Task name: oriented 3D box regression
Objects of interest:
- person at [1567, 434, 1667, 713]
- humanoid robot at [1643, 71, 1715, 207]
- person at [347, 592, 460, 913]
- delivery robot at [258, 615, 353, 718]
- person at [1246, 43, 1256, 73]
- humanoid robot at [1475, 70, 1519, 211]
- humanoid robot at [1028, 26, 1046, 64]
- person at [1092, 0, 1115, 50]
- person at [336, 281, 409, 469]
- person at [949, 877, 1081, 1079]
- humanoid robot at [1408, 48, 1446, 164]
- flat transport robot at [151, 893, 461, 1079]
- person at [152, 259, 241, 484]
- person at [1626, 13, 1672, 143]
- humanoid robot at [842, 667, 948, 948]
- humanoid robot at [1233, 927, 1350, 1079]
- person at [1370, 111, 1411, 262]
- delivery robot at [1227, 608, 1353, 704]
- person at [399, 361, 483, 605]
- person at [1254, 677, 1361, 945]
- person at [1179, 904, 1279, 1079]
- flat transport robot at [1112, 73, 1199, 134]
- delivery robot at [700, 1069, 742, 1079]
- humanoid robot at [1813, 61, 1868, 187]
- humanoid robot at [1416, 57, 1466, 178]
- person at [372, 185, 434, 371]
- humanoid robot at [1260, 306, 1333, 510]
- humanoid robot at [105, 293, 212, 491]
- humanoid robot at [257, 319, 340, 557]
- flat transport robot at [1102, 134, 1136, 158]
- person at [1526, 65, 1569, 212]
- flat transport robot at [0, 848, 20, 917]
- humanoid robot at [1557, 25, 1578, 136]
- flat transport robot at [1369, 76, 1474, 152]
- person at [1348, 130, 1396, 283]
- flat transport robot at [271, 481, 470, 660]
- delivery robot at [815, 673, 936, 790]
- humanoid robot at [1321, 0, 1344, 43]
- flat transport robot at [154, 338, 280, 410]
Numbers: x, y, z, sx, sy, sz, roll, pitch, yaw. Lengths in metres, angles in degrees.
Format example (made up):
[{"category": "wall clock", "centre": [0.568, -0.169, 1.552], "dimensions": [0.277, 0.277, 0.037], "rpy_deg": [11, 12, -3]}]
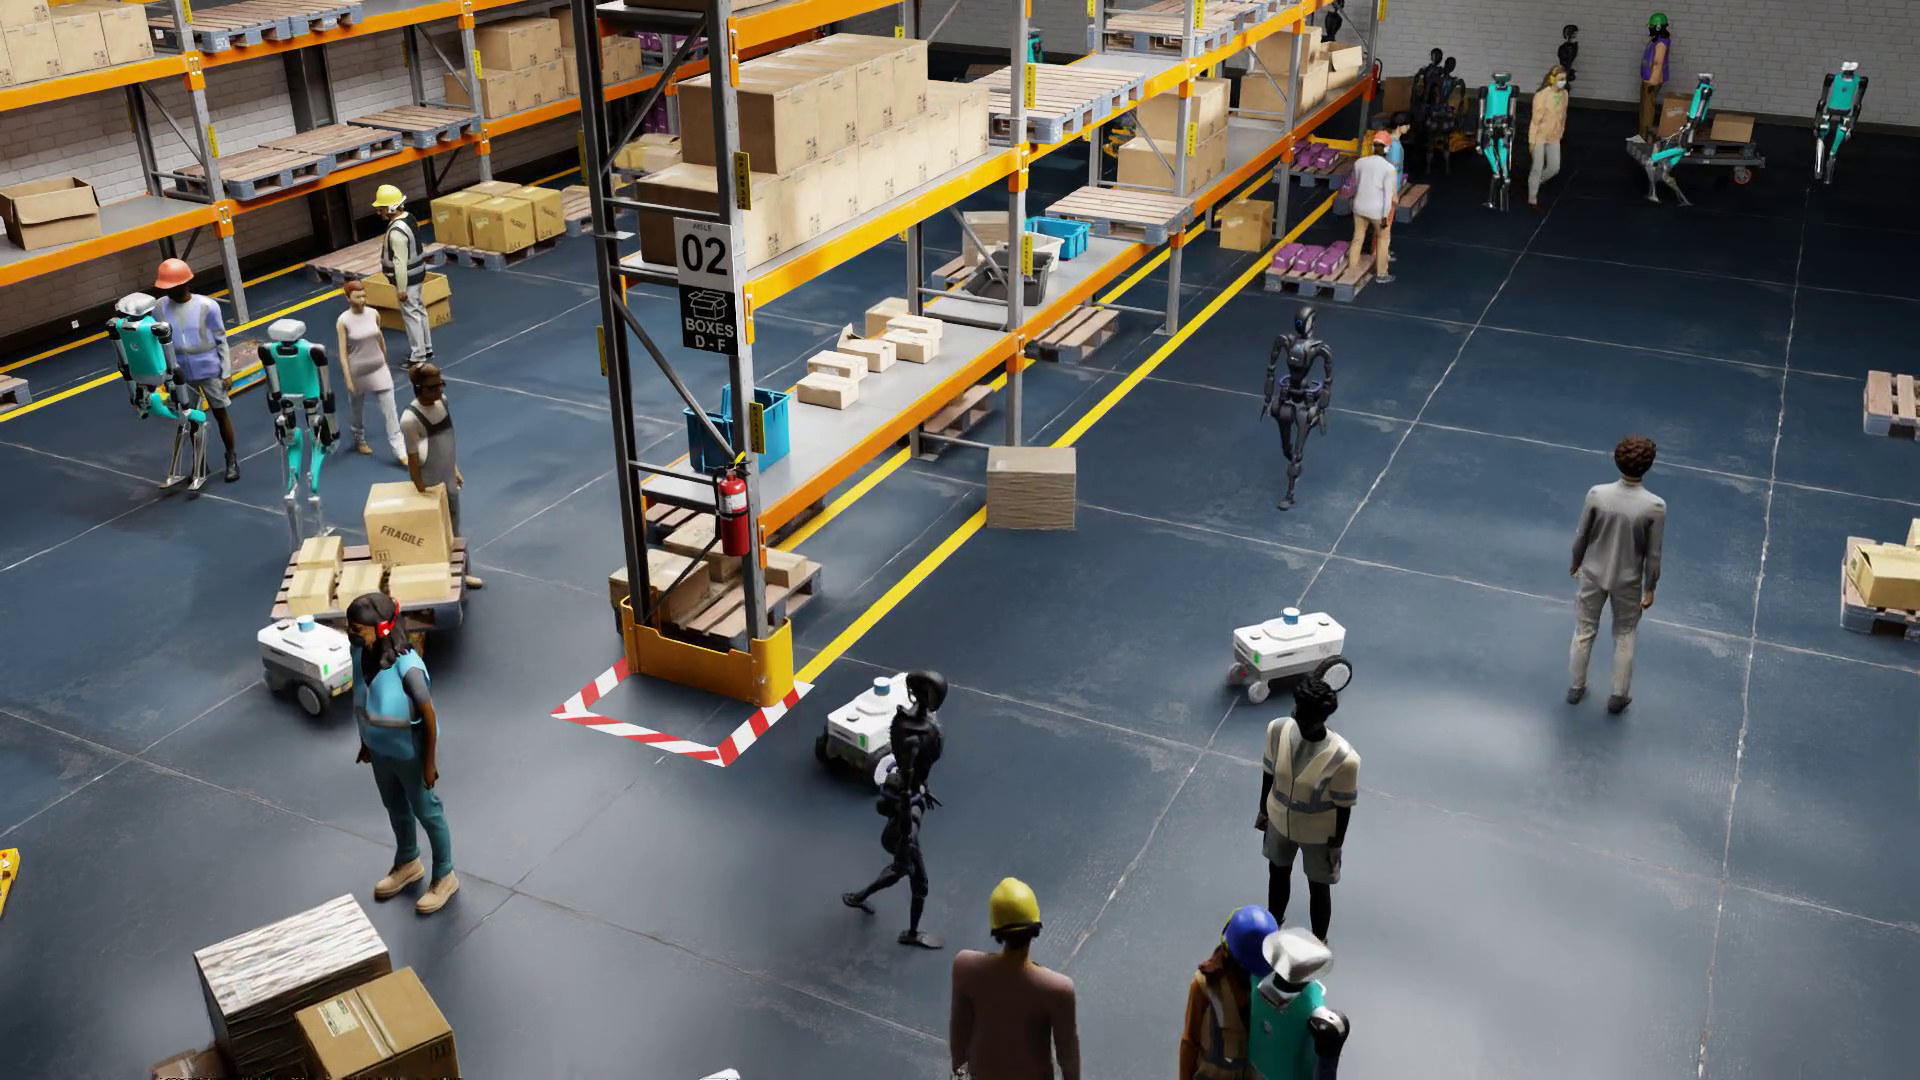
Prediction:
[{"category": "person", "centre": [4.120, 0.223, 10.503], "dimensions": [0.553, 1.893, 0.445], "rpy_deg": [12, 29, 23]}, {"category": "humanoid robot", "centre": [9.270, -5.222, 21.668], "dimensions": [0.889, 1.755, 0.605], "rpy_deg": [9, 28, 17]}, {"category": "person", "centre": [-2.942, 1.105, 8.746], "dimensions": [0.527, 1.865, 0.382], "rpy_deg": [14, 30, 26]}, {"category": "delivery robot", "centre": [-4.230, 0.769, 10.883], "dimensions": [0.769, 0.577, 0.499], "rpy_deg": [16, 30, 28]}, {"category": "person", "centre": [4.717, -7.324, 25.756], "dimensions": [0.684, 1.884, 0.585], "rpy_deg": [-11, 28, -20]}, {"category": "humanoid robot", "centre": [6.956, -5.031, 21.439], "dimensions": [0.530, 1.892, 0.790], "rpy_deg": [-3, 27, -7]}, {"category": "humanoid robot", "centre": [1.319, -6.668, 24.727], "dimensions": [0.726, 1.897, 0.540], "rpy_deg": [-4, 27, -8]}, {"category": "person", "centre": [2.306, -8.158, 27.533], "dimensions": [0.679, 1.807, 0.545], "rpy_deg": [15, 30, 28]}, {"category": "person", "centre": [-5.034, -1.418, 14.120], "dimensions": [0.468, 1.609, 0.870], "rpy_deg": [-23, 34, -38]}, {"category": "person", "centre": [0.229, 2.136, 6.791], "dimensions": [0.544, 1.749, 0.372], "rpy_deg": [10, 28, 20]}, {"category": "humanoid robot", "centre": [6.633, -6.214, 23.773], "dimensions": [0.600, 1.650, 0.466], "rpy_deg": [-7, 27, -14]}, {"category": "flat transport robot", "centre": [-2.870, 2.707, 7.310], "dimensions": [1.431, 0.231, 0.659], "rpy_deg": [-18, 32, -32]}, {"category": "person", "centre": [-6.289, -1.387, 13.707], "dimensions": [0.545, 1.933, 0.372], "rpy_deg": [-3, 26, -5]}, {"category": "person", "centre": [10.301, -6.854, 24.765], "dimensions": [0.425, 1.921, 0.551], "rpy_deg": [4, 27, 8]}, {"category": "humanoid robot", "centre": [-0.345, 1.365, 8.481], "dimensions": [0.577, 1.628, 0.610], "rpy_deg": [4, 27, 8]}, {"category": "humanoid robot", "centre": [1.393, 2.239, 6.617], "dimensions": [0.638, 1.806, 0.536], "rpy_deg": [-17, 31, -31]}, {"category": "person", "centre": [5.031, -4.134, 19.451], "dimensions": [0.332, 1.757, 0.507], "rpy_deg": [1, 26, 3]}, {"category": "delivery robot", "centre": [2.167, 0.726, 10.974], "dimensions": [0.774, 0.581, 0.499], "rpy_deg": [-10, 28, -19]}, {"category": "person", "centre": [-3.722, -0.410, 11.845], "dimensions": [0.355, 1.837, 0.509], "rpy_deg": [7, 27, 14]}, {"category": "person", "centre": [1.709, 1.421, 8.302], "dimensions": [0.534, 1.692, 0.319], "rpy_deg": [22, 34, 37]}, {"category": "person", "centre": [1.102, 2.184, 6.669], "dimensions": [0.468, 1.774, 0.319], "rpy_deg": [-4, 27, -8]}, {"category": "flat transport robot", "centre": [3.115, -6.366, 25.638], "dimensions": [1.431, 0.231, 0.659], "rpy_deg": [10, 28, 19]}, {"category": "delivery robot", "centre": [-1.216, 2.610, 7.205], "dimensions": [0.804, 0.614, 0.499], "rpy_deg": [-14, 30, -26]}, {"category": "humanoid robot", "centre": [11.817, -5.620, 22.484], "dimensions": [0.538, 1.741, 1.014], "rpy_deg": [11, 28, 21]}, {"category": "humanoid robot", "centre": [6.624, -5.825, 22.957], "dimensions": [0.610, 1.649, 0.325], "rpy_deg": [5, 27, 9]}, {"category": "person", "centre": [-5.406, -2.556, 16.195], "dimensions": [0.403, 1.825, 0.589], "rpy_deg": [-3, 26, -5]}, {"category": "humanoid robot", "centre": [2.737, -1.119, 13.502], "dimensions": [0.589, 1.631, 0.772], "rpy_deg": [16, 31, 29]}, {"category": "humanoid robot", "centre": [-6.377, -1.234, 13.471], "dimensions": [0.533, 1.673, 0.735], "rpy_deg": [5, 27, 9]}, {"category": "humanoid robot", "centre": [-5.048, -0.684, 12.641], "dimensions": [0.535, 1.899, 0.723], "rpy_deg": [3, 27, 6]}, {"category": "flat transport robot", "centre": [2.845, -5.827, 24.548], "dimensions": [1.431, 0.231, 0.659], "rpy_deg": [-7, 27, -14]}, {"category": "person", "centre": [7.558, -5.187, 21.474], "dimensions": [0.556, 1.862, 0.469], "rpy_deg": [-9, 28, -17]}, {"category": "flat transport robot", "centre": [-5.370, 2.065, 8.607], "dimensions": [0.659, 0.231, 1.431], "rpy_deg": [-8, 27, -16]}, {"category": "humanoid robot", "centre": [9.110, -6.986, 25.313], "dimensions": [0.506, 1.649, 0.597], "rpy_deg": [3, 27, 7]}, {"category": "flat transport robot", "centre": [6.950, -6.094, 25.087], "dimensions": [1.431, 0.231, 0.659], "rpy_deg": [21, 33, 36]}, {"category": "person", "centre": [4.667, -3.726, 18.669], "dimensions": [0.691, 1.713, 0.567], "rpy_deg": [-22, 34, -37]}, {"category": "flat transport robot", "centre": [-4.058, 0.579, 11.609], "dimensions": [0.659, 0.231, 1.431], "rpy_deg": [-5, 27, -10]}, {"category": "delivery robot", "centre": [-0.485, 1.124, 10.175], "dimensions": [0.499, 0.585, 0.765], "rpy_deg": [21, 33, 36]}, {"category": "humanoid robot", "centre": [6.139, -8.232, 27.828], "dimensions": [0.422, 1.645, 0.606], "rpy_deg": [4, 27, 7]}, {"category": "flat transport robot", "centre": [-7.066, -1.593, 15.995], "dimensions": [0.659, 0.231, 1.431], "rpy_deg": [10, 28, 19]}]
